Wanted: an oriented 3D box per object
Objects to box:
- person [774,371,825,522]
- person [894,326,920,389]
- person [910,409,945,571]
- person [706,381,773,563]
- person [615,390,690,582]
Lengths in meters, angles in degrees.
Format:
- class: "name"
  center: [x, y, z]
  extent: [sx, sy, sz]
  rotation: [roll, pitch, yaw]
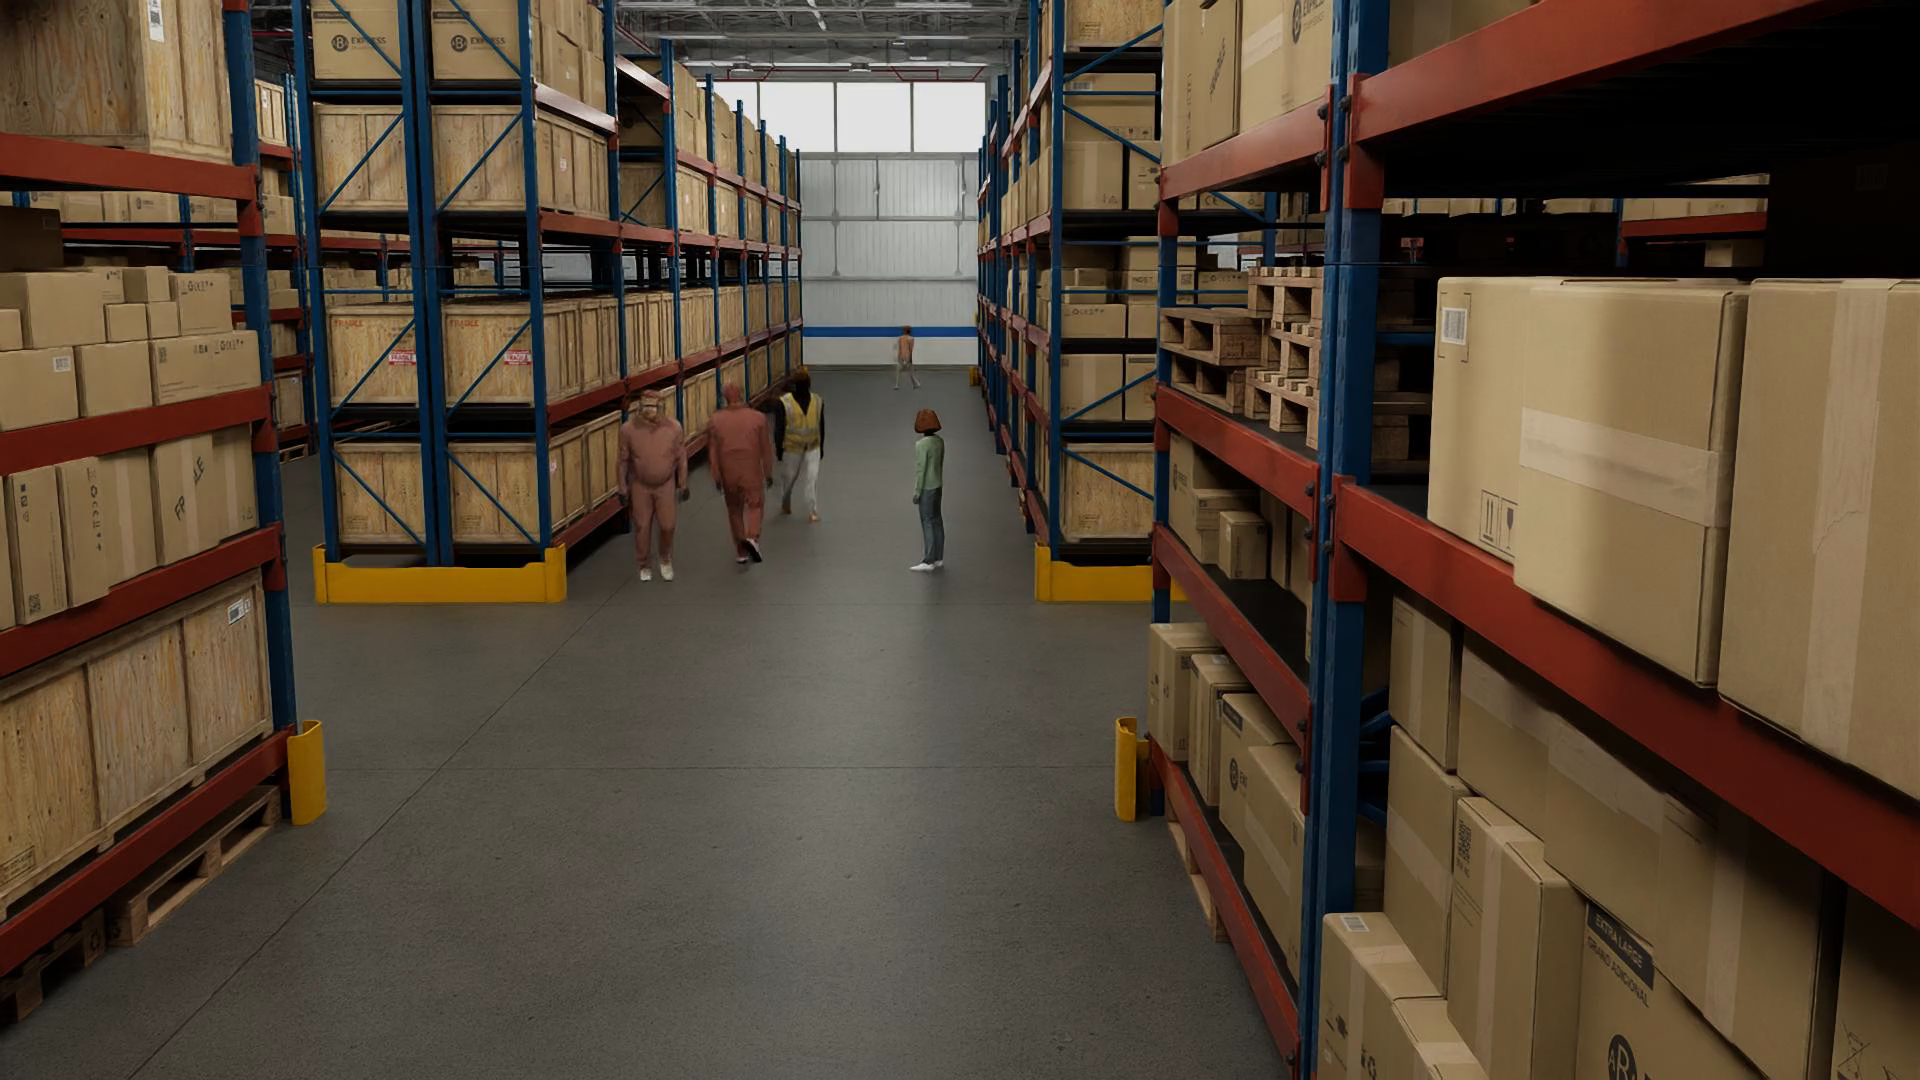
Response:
- class: "person"
  center: [-1.948, -1.145, 20.152]
  extent: [0.633, 1.820, 0.796]
  rotation: [-4, 10, -22]
- class: "person"
  center: [-1.367, -4.605, 42.041]
  extent: [0.512, 1.585, 0.871]
  rotation: [7, 11, 35]
- class: "person"
  center: [-0.323, -0.501, 16.742]
  extent: [0.280, 1.633, 0.501]
  rotation: [4, 10, 25]
- class: "person"
  center: [-2.262, -0.683, 17.098]
  extent: [0.654, 1.888, 0.447]
  rotation: [0, 9, -1]
- class: "person"
  center: [-2.966, -0.513, 16.071]
  extent: [0.724, 1.879, 0.617]
  rotation: [-2, 10, -13]
